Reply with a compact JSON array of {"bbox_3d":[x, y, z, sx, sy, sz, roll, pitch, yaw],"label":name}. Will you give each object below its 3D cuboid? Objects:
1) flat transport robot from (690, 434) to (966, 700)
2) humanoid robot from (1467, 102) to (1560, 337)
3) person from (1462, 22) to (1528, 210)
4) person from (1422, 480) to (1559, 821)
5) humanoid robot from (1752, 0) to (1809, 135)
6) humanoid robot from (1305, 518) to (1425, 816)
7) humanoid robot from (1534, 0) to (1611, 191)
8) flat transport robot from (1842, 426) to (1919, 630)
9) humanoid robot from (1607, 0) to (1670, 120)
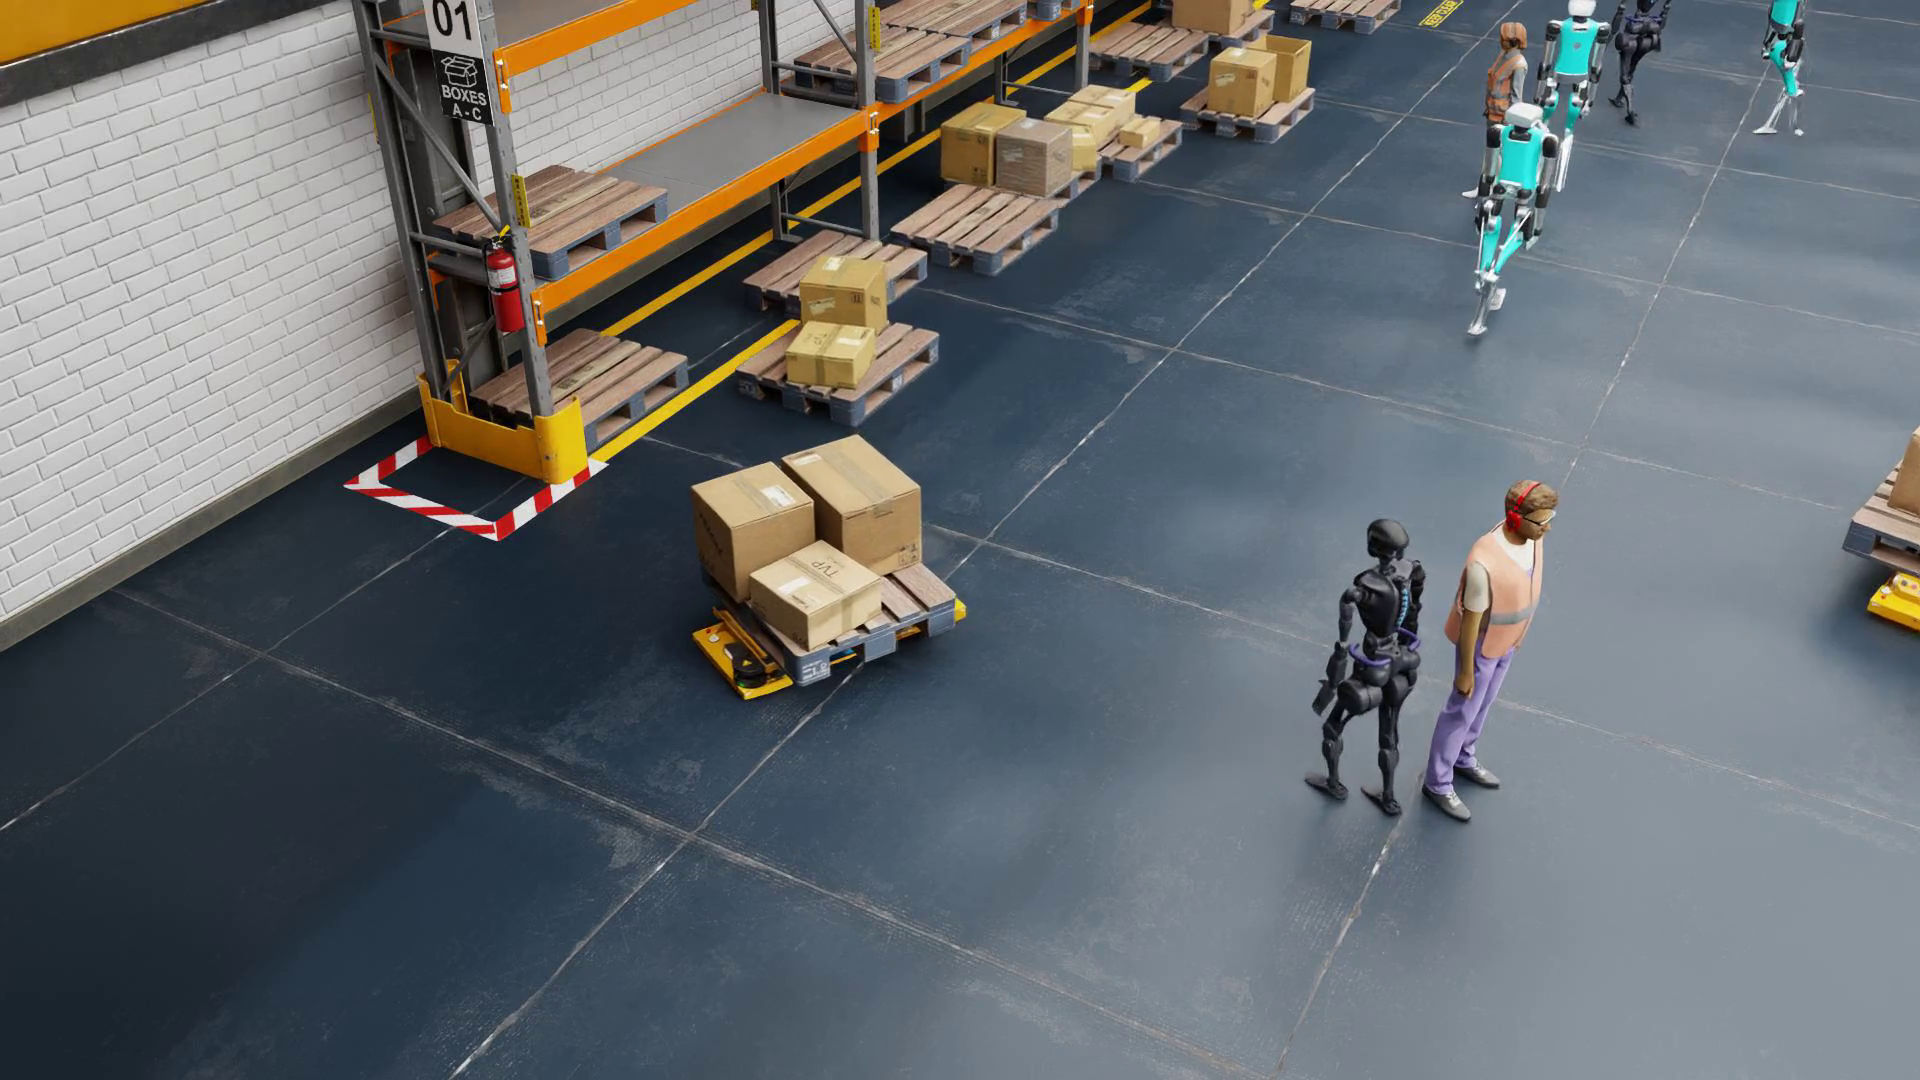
[{"bbox_3d":[-0.738,0.446,9.473,1.431,0.231,0.659,-20,38,-27],"label":"flat transport robot"},{"bbox_3d":[4.004,-2.316,12.360,0.554,1.755,1.080,23,40,30],"label":"humanoid robot"},{"bbox_3d":[4.709,-3.695,14.494,0.310,1.638,0.512,-1,33,-2],"label":"person"},{"bbox_3d":[2.518,0.496,7.972,0.373,1.839,0.568,26,42,34],"label":"person"},{"bbox_3d":[8.067,-4.668,15.979,0.784,1.889,0.544,-4,34,-5],"label":"humanoid robot"},{"bbox_3d":[1.985,0.619,7.942,0.597,1.639,0.454,-20,38,-27],"label":"humanoid robot"},{"bbox_3d":[5.387,-4.008,14.890,0.538,1.773,0.816,7,34,10],"label":"humanoid robot"},{"bbox_3d":[5.989,0.177,9.880,0.659,0.231,1.431,27,42,34],"label":"flat transport robot"},{"bbox_3d":[6.757,-5.033,16.539,0.601,1.656,0.751,-4,34,-7],"label":"humanoid robot"}]
